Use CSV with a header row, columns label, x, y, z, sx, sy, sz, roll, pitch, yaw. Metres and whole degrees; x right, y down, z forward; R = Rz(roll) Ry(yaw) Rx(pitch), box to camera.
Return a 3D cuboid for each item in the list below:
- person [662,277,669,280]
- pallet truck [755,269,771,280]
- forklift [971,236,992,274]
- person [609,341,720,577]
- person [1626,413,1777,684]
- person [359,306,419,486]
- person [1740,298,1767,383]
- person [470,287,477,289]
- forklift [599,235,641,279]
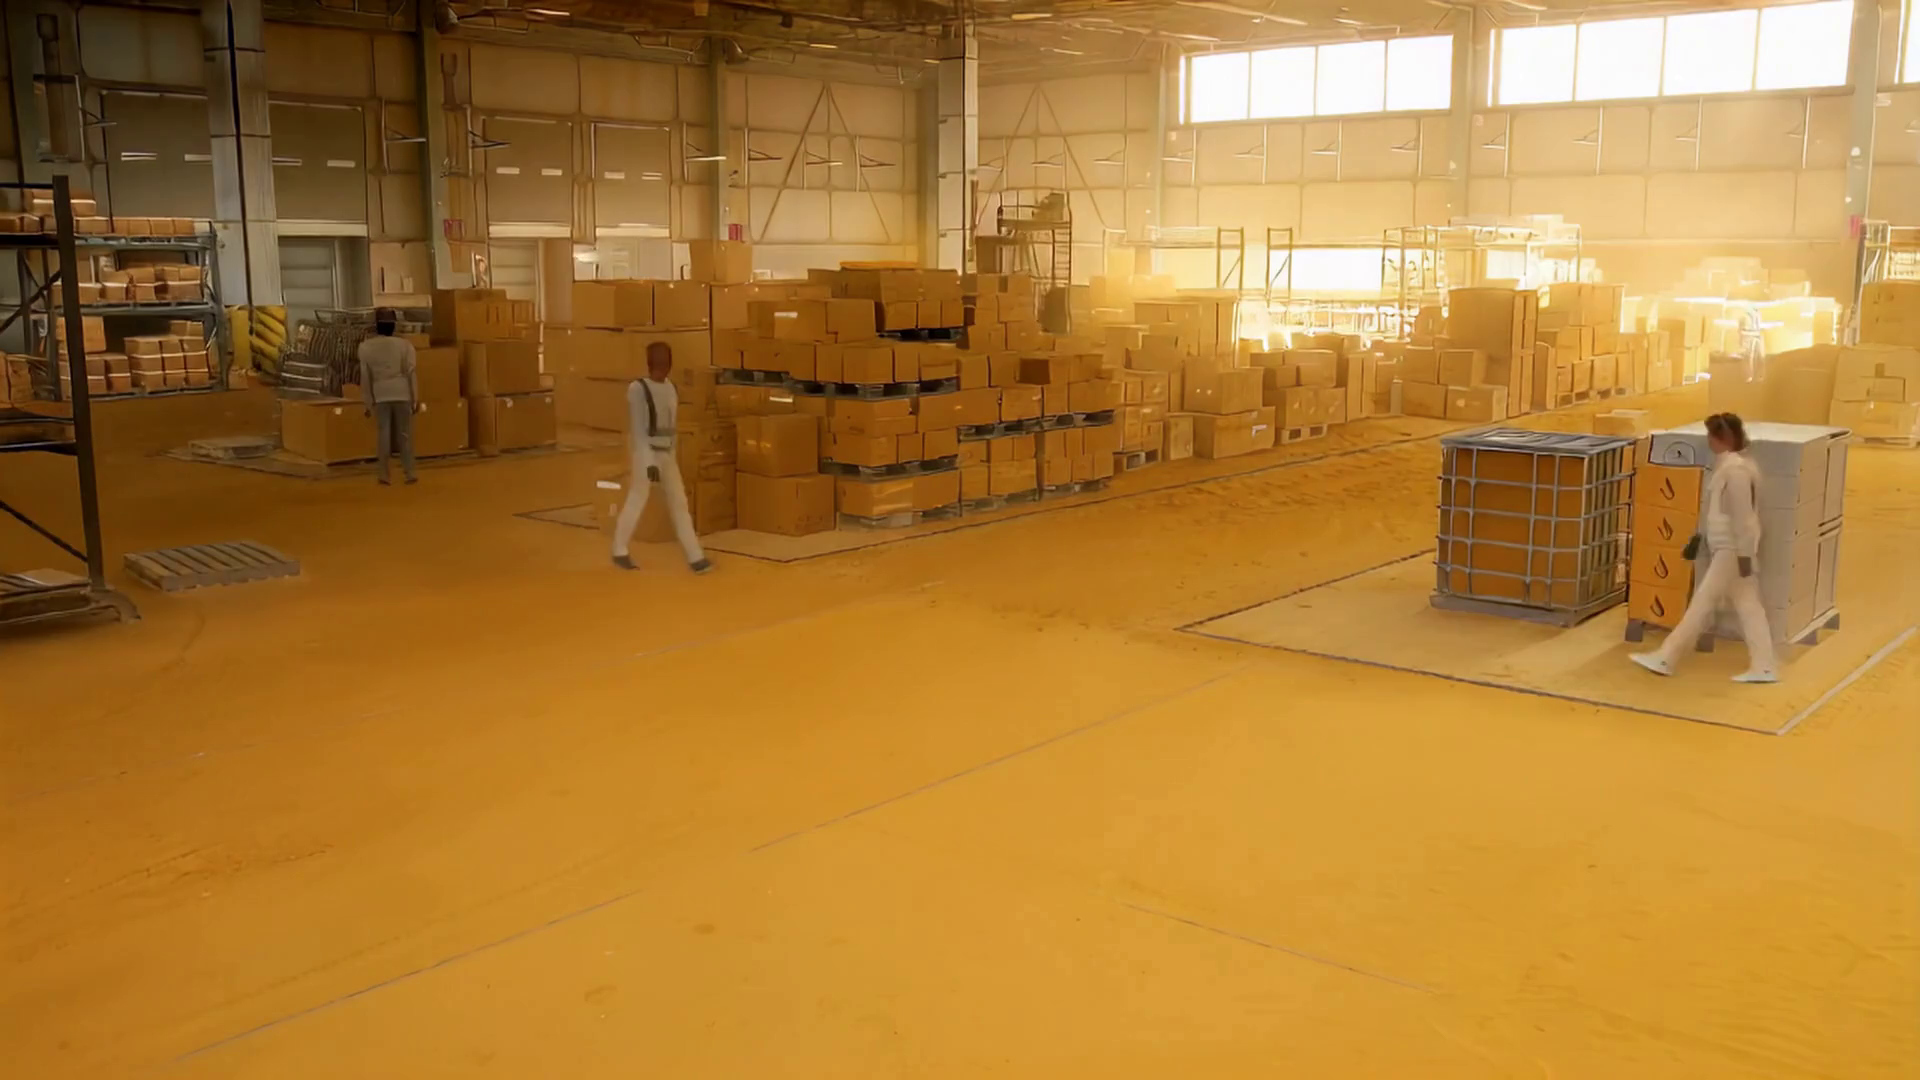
label,x,y,z,sx,sy,sz,roll,pitch,yaw
person,-6.336,-4.697,35.881,0.641,1.924,0.370,-6,11,-30
pallet truck,-4.996,-6.432,45.525,1.885,1.965,0.823,-6,12,-32
forklift,0.546,-5.714,38.923,1.873,2.768,1.129,2,10,12
person,-2.351,-0.617,12.917,1.012,1.834,0.591,6,12,31
person,4.401,0.055,9.722,0.868,1.590,0.523,3,10,17
person,-6.115,-1.538,17.861,0.585,1.927,0.366,-3,11,-19
person,15.010,-3.761,31.402,0.580,1.602,0.668,0,10,-1
person,-11.167,-4.995,38.315,0.865,1.647,0.548,-9,14,-43
forklift,-7.656,-5.502,37.721,1.873,2.768,1.129,8,13,40
